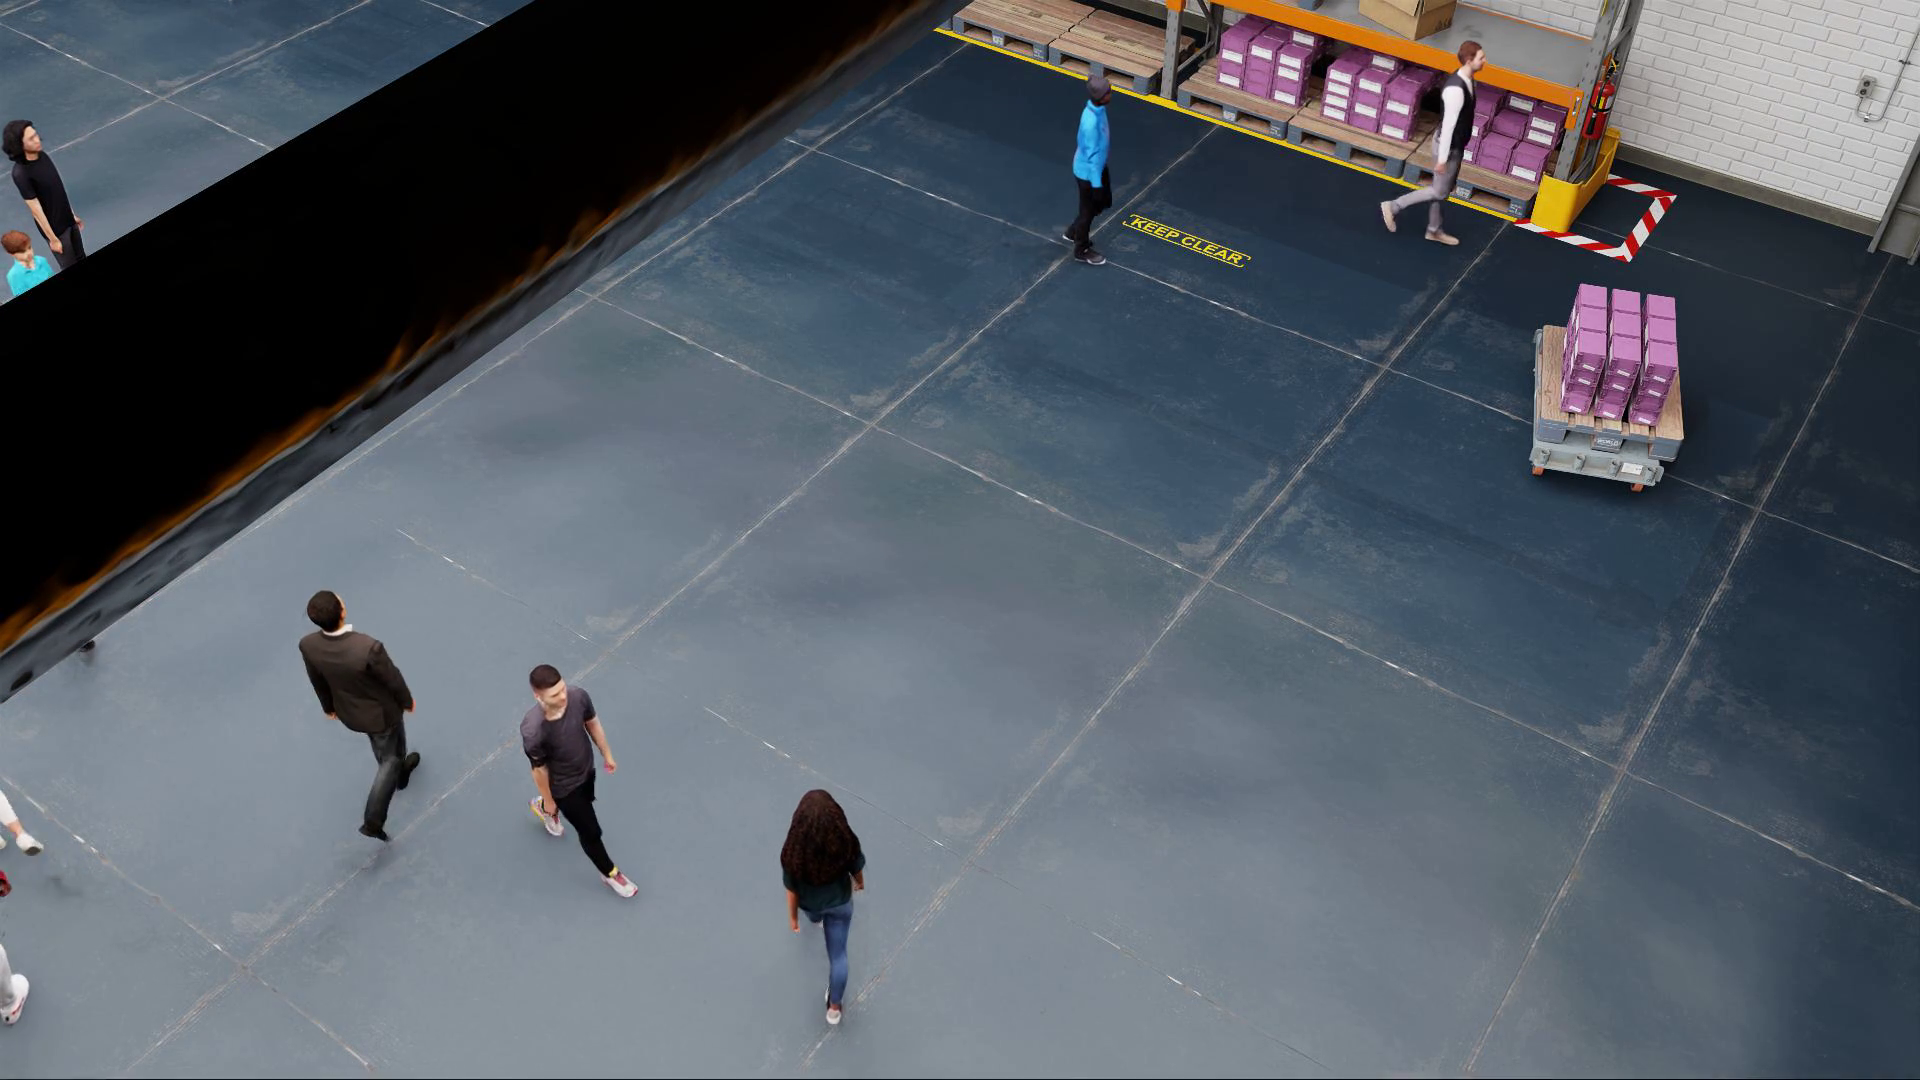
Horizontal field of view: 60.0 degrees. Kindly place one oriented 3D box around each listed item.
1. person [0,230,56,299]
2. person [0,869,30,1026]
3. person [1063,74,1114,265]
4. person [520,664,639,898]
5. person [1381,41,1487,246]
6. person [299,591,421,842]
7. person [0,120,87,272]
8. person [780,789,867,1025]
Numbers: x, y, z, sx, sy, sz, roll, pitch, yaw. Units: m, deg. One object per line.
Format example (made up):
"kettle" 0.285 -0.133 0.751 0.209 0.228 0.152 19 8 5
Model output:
"person" -7.156 -1.784 12.949 0.734 1.444 0.586 19 47 19
"person" -5.328 1.986 8.729 0.853 1.808 0.886 -16 46 -16
"person" 1.022 -3.131 14.117 0.747 1.785 0.717 9 44 9
"person" -2.279 1.298 9.504 1.108 1.735 0.676 23 48 22
"person" 4.112 -3.407 14.312 1.010 1.916 0.777 16 46 16
"person" -3.504 1.039 9.744 1.075 1.779 0.976 9 44 9
"person" -7.345 -2.590 13.512 0.739 1.836 0.710 -2 44 -2
"person" -0.714 1.988 8.895 1.063 1.576 1.105 -6 44 -6
